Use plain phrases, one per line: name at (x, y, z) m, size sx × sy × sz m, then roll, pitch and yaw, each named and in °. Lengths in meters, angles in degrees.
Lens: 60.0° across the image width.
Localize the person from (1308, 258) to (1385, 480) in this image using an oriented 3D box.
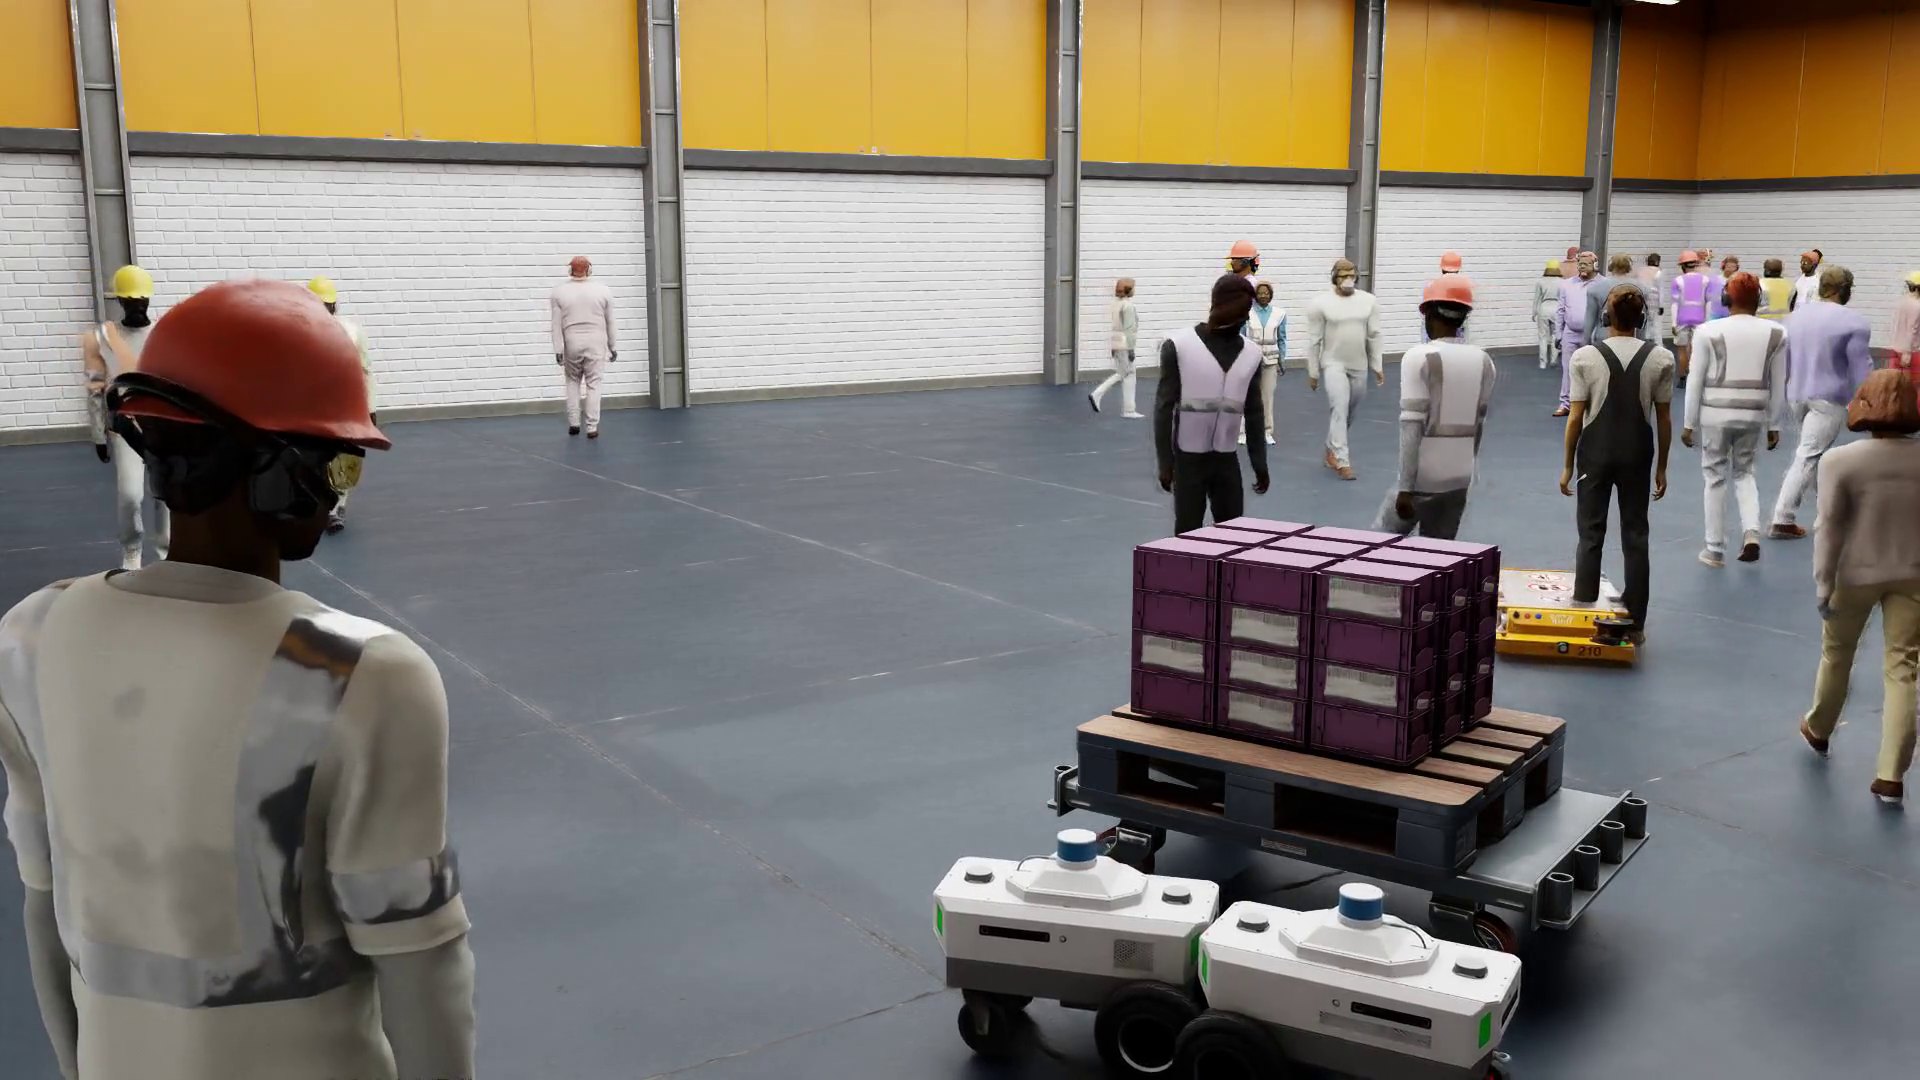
person at (3.336, -1.515, 14.564) m, size 0.634 × 1.909 × 0.948 m, roll -2°, pitch 10°, yaw -8°

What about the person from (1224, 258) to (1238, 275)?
person at (3.861, -3.083, 23.498) m, size 0.581 × 1.775 × 0.931 m, roll 9°, pitch 14°, yaw 40°

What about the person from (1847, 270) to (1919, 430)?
person at (10.151, -2.049, 17.974) m, size 0.832 × 1.734 × 0.527 m, roll 2°, pitch 11°, yaw 11°

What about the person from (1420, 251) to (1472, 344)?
person at (5.246, -2.148, 17.963) m, size 0.542 × 1.927 × 0.381 m, roll 1°, pitch 10°, yaw 3°

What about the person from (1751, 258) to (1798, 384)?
person at (10.410, -2.711, 21.358) m, size 0.636 × 1.818 × 0.803 m, roll -1°, pitch 10°, yaw -8°

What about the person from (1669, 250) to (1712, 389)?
person at (9.961, -2.990, 22.654) m, size 0.563 × 1.908 × 0.708 m, roll 1°, pitch 10°, yaw 5°

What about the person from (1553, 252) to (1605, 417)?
person at (7.160, -2.352, 19.134) m, size 0.651 × 1.907 × 0.409 m, roll 8°, pitch 13°, yaw 36°

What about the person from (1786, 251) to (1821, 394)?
person at (11.090, -2.836, 21.852) m, size 0.355 × 1.883 × 0.576 m, roll -2°, pitch 11°, yaw -13°

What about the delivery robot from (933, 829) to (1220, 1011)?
delivery robot at (0.296, 0.988, 4.277) m, size 0.707 × 0.478 × 0.477 m, roll 3°, pitch 11°, yaw 15°

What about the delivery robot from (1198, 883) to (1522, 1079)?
delivery robot at (0.936, 1.053, 3.917) m, size 0.707 × 0.478 × 0.477 m, roll 6°, pitch 12°, yaw 29°

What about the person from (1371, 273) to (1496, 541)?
person at (2.243, -0.303, 7.905) m, size 0.578 × 1.905 × 0.407 m, roll -5°, pitch 12°, yaw -28°

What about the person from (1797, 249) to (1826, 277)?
person at (14.272, -3.930, 27.885) m, size 0.513 × 1.872 × 0.328 m, roll 4°, pitch 11°, yaw 22°

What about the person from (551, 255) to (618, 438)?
person at (-3.896, -2.010, 17.329) m, size 0.649 × 1.885 × 0.677 m, roll -1°, pitch 10°, yaw -7°

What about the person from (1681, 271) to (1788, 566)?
person at (4.852, -0.748, 10.459) m, size 0.577 × 1.872 × 0.423 m, roll 1°, pitch 10°, yaw 4°

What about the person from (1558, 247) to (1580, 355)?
person at (10.722, -4.182, 29.187) m, size 0.639 × 1.902 × 0.407 m, roll 9°, pitch 14°, yaw 40°

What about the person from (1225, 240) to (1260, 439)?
person at (2.864, -2.018, 16.929) m, size 0.371 × 2.044 × 0.608 m, roll 1°, pitch 10°, yaw 6°

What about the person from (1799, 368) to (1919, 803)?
person at (3.474, 0.146, 6.324) m, size 0.495 × 1.585 × 0.872 m, roll 2°, pitch 11°, yaw 13°

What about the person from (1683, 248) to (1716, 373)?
person at (11.216, -3.455, 25.179) m, size 0.409 × 1.907 × 0.651 m, roll -4°, pitch 11°, yaw -20°

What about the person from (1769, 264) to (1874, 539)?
person at (6.026, -0.956, 11.547) m, size 1.043 × 1.878 × 0.662 m, roll -5°, pitch 11°, yaw -24°

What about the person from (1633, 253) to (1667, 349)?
person at (12.141, -4.147, 29.311) m, size 0.983 × 1.797 × 0.626 m, roll -8°, pitch 13°, yaw -38°

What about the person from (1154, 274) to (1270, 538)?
person at (1.295, -0.433, 8.680) m, size 0.713 × 1.893 × 0.481 m, roll -5°, pitch 12°, yaw -26°

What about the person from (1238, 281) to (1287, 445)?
person at (3.012, -1.771, 16.678) m, size 0.514 × 1.642 × 0.314 m, roll 0°, pitch 10°, yaw 0°

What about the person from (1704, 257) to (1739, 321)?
person at (11.020, -3.178, 23.988) m, size 0.584 × 1.780 × 0.999 m, roll 3°, pitch 11°, yaw 14°

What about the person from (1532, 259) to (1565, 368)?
person at (9.373, -3.603, 26.483) m, size 0.501 × 1.725 × 0.575 m, roll 2°, pitch 11°, yaw 12°

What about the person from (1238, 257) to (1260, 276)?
person at (3.174, -2.244, 18.456) m, size 0.357 × 1.937 × 0.551 m, roll 2°, pitch 10°, yaw 8°

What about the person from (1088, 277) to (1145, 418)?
person at (1.820, -2.191, 19.035) m, size 0.568 × 1.625 × 0.519 m, roll -3°, pitch 11°, yaw -15°

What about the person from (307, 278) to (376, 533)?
person at (-4.487, -0.963, 11.863) m, size 0.616 × 1.782 × 0.922 m, roll -5°, pitch 12°, yaw -27°

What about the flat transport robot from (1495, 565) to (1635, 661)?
flat transport robot at (3.116, 0.359, 8.759) m, size 0.652 × 0.197 × 1.431 m, roll 3°, pitch 11°, yaw 14°

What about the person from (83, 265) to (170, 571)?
person at (-4.822, -0.665, 9.878) m, size 0.589 × 1.915 × 0.415 m, roll -8°, pitch 13°, yaw -37°

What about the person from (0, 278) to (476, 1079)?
person at (-0.857, 0.700, 2.086) m, size 0.613 × 2.029 × 0.408 m, roll 3°, pitch 11°, yaw 16°

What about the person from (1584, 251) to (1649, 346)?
person at (7.024, -2.130, 17.872) m, size 0.651 × 1.919 × 0.449 m, roll 2°, pitch 11°, yaw 12°

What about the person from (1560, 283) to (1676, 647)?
person at (3.330, -0.374, 8.457) m, size 0.513 × 1.844 × 0.328 m, roll 2°, pitch 11°, yaw 12°
